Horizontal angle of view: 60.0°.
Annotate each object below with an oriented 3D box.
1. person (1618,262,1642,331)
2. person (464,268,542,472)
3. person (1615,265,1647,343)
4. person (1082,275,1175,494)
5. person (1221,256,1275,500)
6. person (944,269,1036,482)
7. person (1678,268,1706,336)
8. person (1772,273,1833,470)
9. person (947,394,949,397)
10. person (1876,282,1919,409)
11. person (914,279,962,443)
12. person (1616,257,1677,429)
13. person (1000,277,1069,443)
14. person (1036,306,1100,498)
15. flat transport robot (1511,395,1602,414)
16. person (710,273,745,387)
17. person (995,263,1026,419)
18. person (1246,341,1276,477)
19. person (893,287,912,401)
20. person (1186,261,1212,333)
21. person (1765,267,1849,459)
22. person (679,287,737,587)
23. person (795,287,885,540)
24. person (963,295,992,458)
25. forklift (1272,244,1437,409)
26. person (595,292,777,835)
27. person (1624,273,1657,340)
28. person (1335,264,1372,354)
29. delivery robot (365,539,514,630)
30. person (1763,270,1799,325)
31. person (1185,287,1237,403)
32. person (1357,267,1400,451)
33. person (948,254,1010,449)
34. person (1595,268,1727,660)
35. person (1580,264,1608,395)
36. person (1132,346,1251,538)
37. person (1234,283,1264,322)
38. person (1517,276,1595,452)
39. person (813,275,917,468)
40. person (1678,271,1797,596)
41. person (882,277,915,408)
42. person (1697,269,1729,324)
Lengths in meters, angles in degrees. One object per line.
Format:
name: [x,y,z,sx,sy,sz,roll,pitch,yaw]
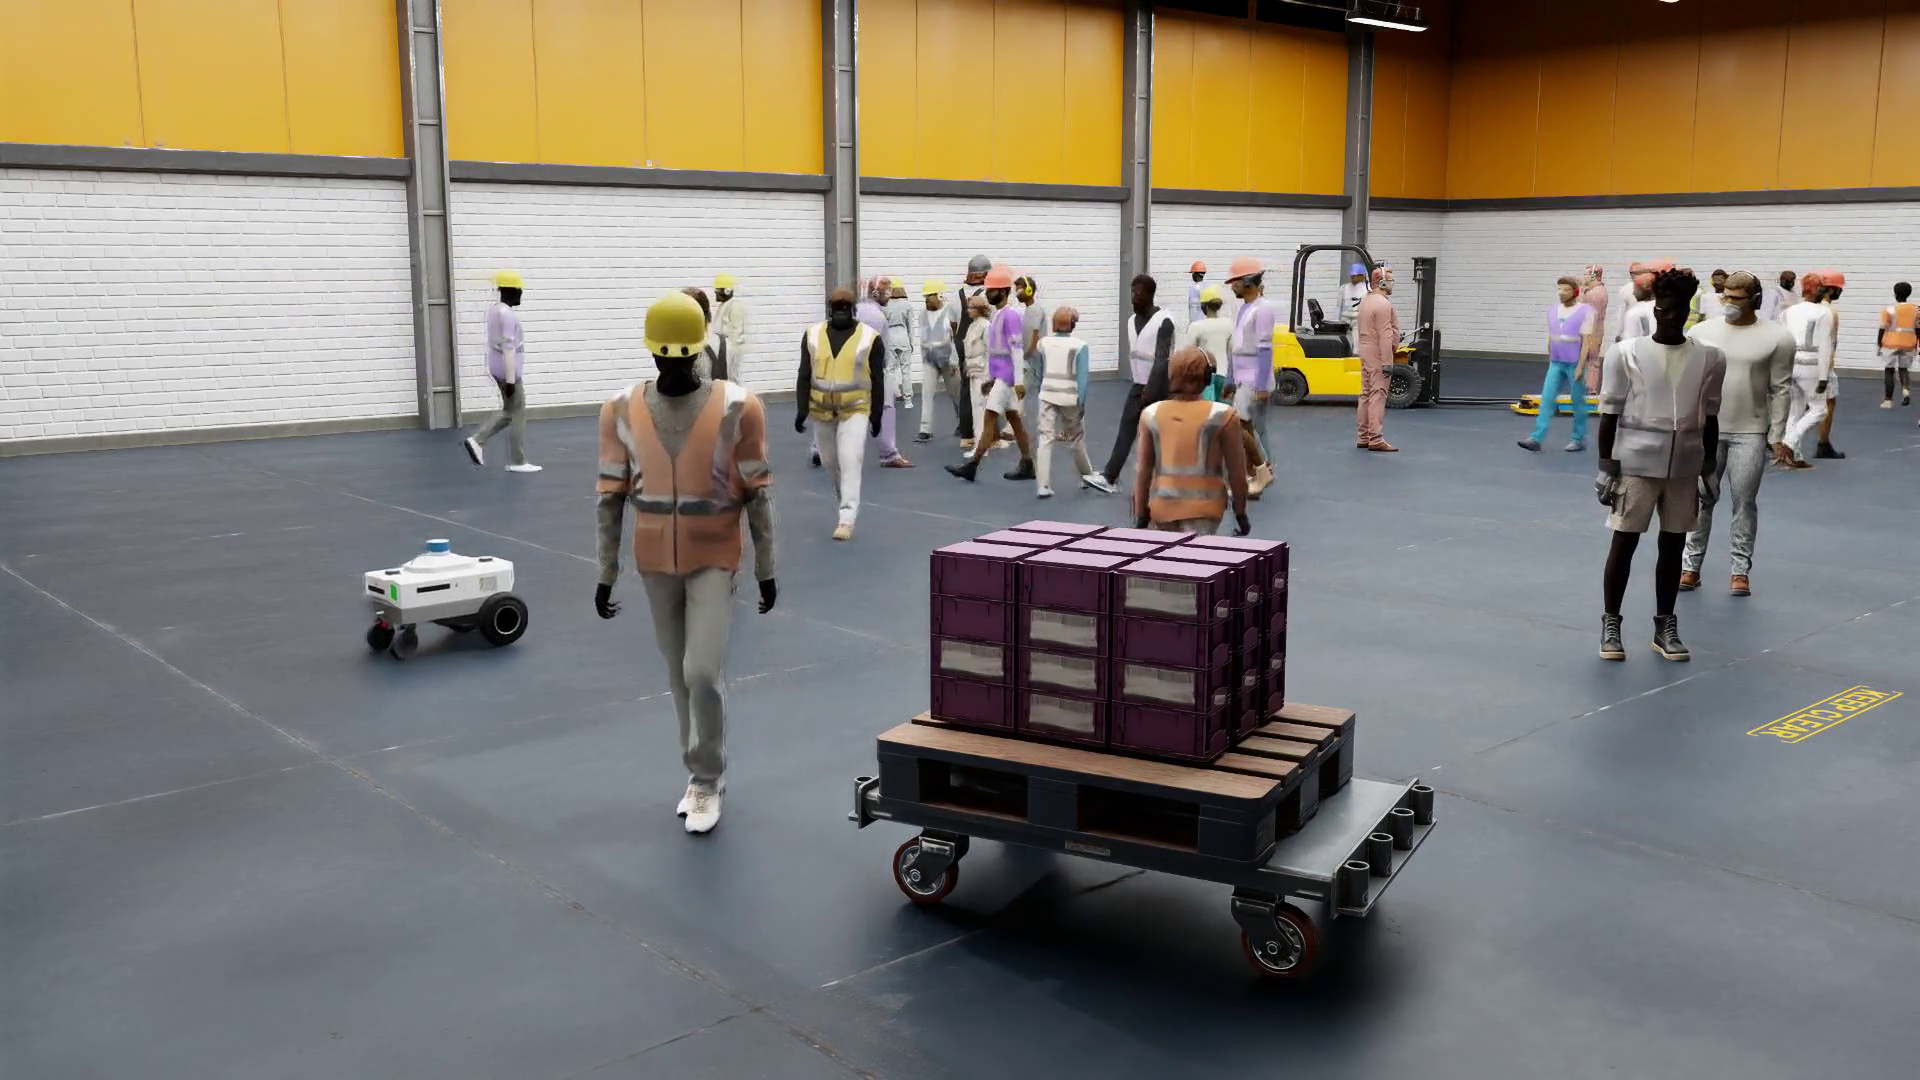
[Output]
person: [11.363,-3.713,28.009,0.573,1.924,0.558,4,10,20]
person: [-4.273,-1.566,15.473,0.592,1.916,0.588,-6,11,-30]
person: [9.839,-3.031,24.127,0.666,1.887,0.476,0,10,0]
person: [1.532,-1.292,14.041,1.032,1.854,0.597,-6,11,-32]
person: [2.357,-1.316,13.701,0.421,2.021,0.640,-1,10,-8]
person: [0.267,-1.464,14.909,0.942,1.898,0.576,-2,10,-11]
person: [11.317,-3.325,26.052,0.670,1.828,0.430,2,10,11]
person: [7.909,-1.565,15.629,0.459,1.873,0.577,-3,10,-18]
person: [0.215,-2.715,22.945,0.885,1.644,0.549,-5,11,-26]
person: [12.359,-2.555,21.910,0.556,1.685,0.378,1,10,6]
person: [-0.197,-1.983,18.326,0.591,1.782,0.968,5,11,28]
person: [7.709,-2.158,18.646,0.777,2.019,0.624,0,10,-1]
person: [0.813,-1.951,18.085,1.033,1.804,0.519,-4,11,-24]
person: [0.887,-1.172,14.086,0.529,1.590,0.866,6,11,29]
flat transport robot: [7.830,-1.727,21.226,1.431,0.197,0.652,1,10,8]
person: [-2.807,-2.293,20.034,0.432,1.817,0.594,-5,11,-27]
person: [0.474,-2.400,20.314,1.036,1.941,0.640,-9,13,-43]
person: [2.702,-1.352,15.091,0.385,1.613,0.517,1,10,8]
person: [-0.895,-2.698,22.988,0.499,1.613,0.583,6,11,29]
person: [3.773,-3.449,26.432,0.356,1.937,0.552,8,13,39]
person: [8.485,-1.755,16.592,0.746,1.917,0.552,-1,10,-3]
person: [-1.549,-0.590,9.984,0.343,1.840,0.507,6,11,29]
person: [-0.855,-0.947,12.183,0.623,1.814,0.882,2,10,13]
person: [0.193,-1.643,16.734,0.319,1.637,0.531,-3,10,-19]
forklift: [5.256,-2.933,22.661,2.313,2.155,1.214,3,10,16]
person: [-0.980,0.086,5.846,0.630,1.887,0.652,1,10,7]
person: [6.775,-1.675,16.288,0.669,1.856,0.577,-2,10,-14]
person: [6.560,-3.626,27.588,0.600,1.909,0.980,7,12,37]
delivery robot: [-2.688,0.239,8.609,0.707,0.478,0.477,-9,13,-43]
person: [12.787,-3.324,26.079,0.660,1.813,0.722,-5,11,-26]
person: [2.423,-1.615,16.342,0.546,1.719,0.919,-4,10,-21]
person: [4.369,-1.878,17.328,0.409,1.907,0.648,-1,10,-8]
person: [0.245,-1.979,17.526,0.684,2.000,0.538,8,13,40]
person: [3.490,-0.367,8.310,0.612,1.962,0.363,1,10,3]
person: [8.524,-2.766,22.525,0.410,1.909,0.643,5,11,26]
person: [1.111,-0.115,7.903,0.513,1.592,0.866,7,12,34]
person: [4.655,-3.330,26.684,0.515,1.604,0.484,-2,10,-12]
person: [6.164,-1.786,17.059,0.922,1.801,0.585,-6,11,-32]
person: [-0.955,-1.589,15.840,0.937,1.854,0.686,-4,10,-21]
person: [4.615,-0.634,9.961,0.627,1.936,0.374,6,11,32]
person: [-0.843,-2.617,22.136,0.484,1.743,0.301,0,10,-3]
person: [10.208,-2.729,22.477,0.549,1.846,0.653,7,12,34]
